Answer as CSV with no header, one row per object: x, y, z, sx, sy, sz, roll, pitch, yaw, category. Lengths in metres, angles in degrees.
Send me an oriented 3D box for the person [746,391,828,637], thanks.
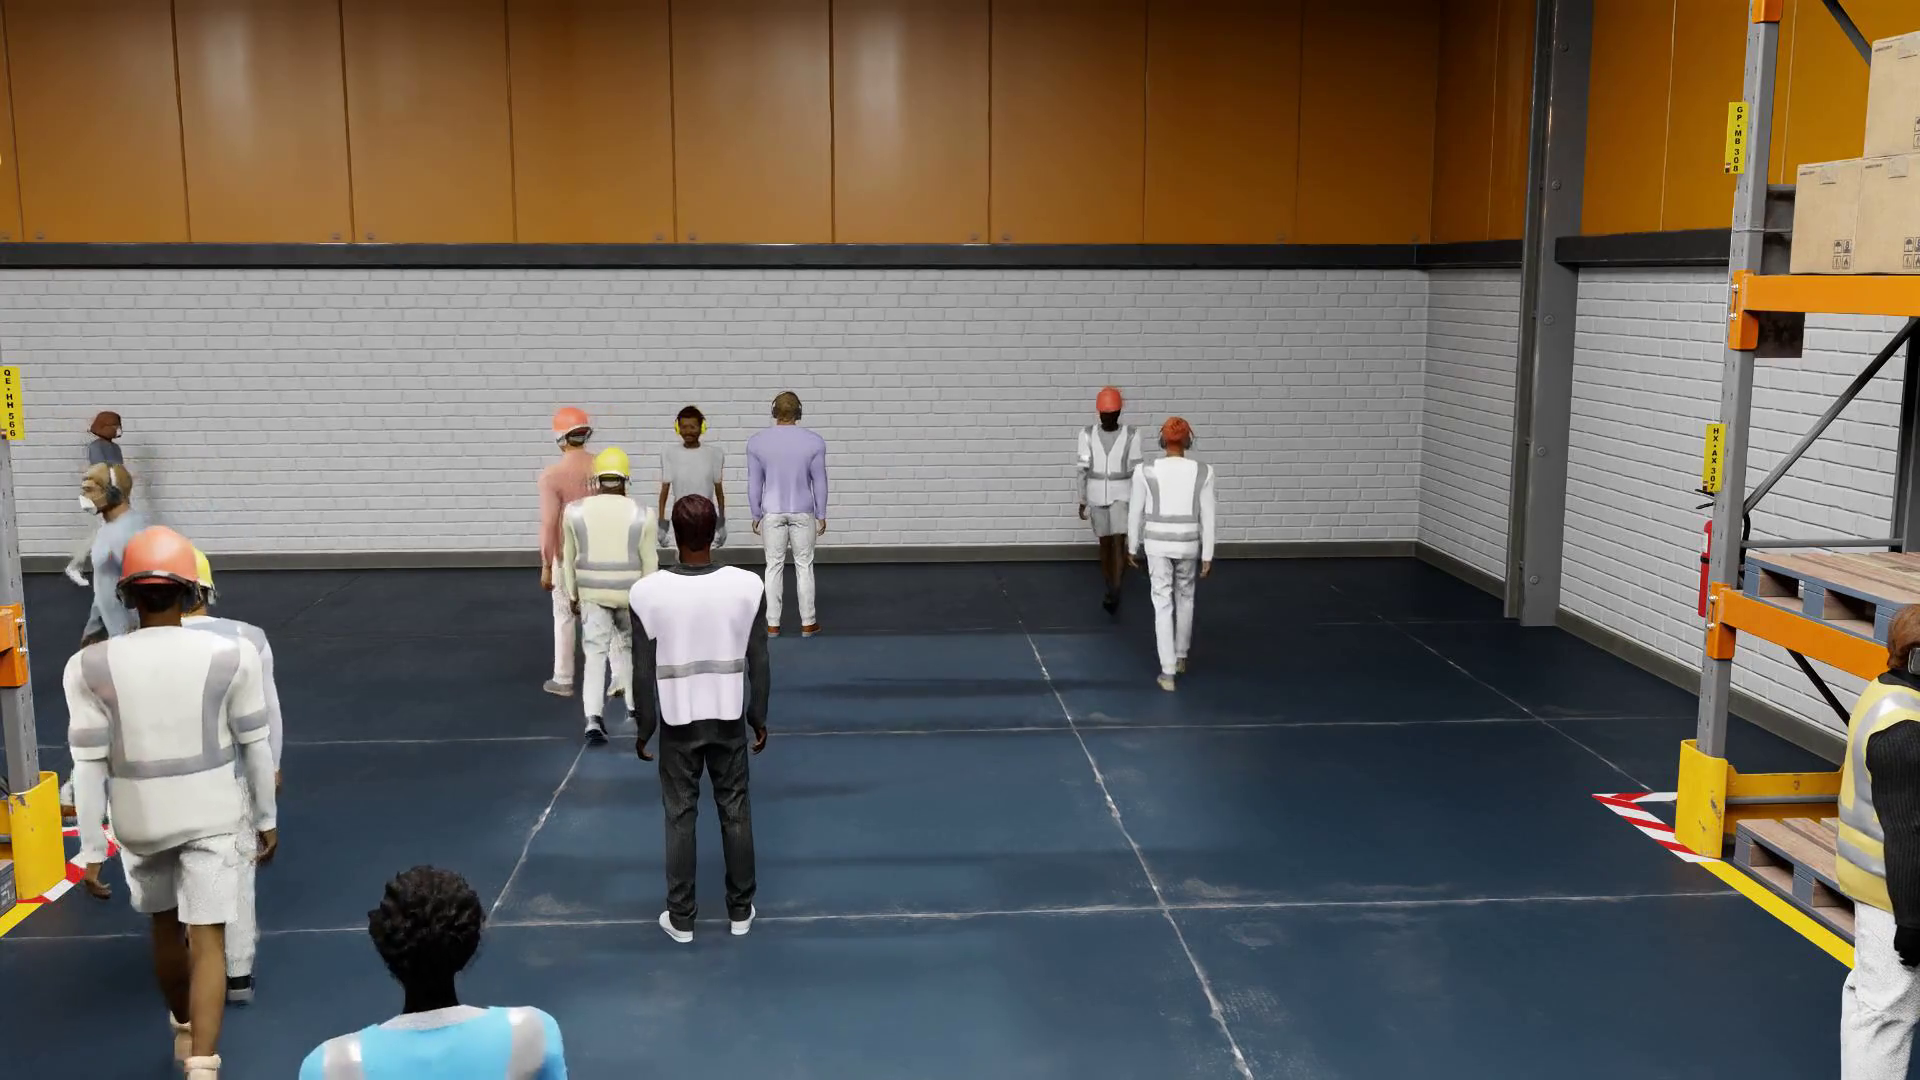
-1.344,-0.198,13.020,0.630,1.940,0.372,0,9,0,person

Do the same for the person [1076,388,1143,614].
1.236,-0.325,13.950,0.546,1.881,1.018,3,9,16,person

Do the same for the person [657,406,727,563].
-2.098,-0.148,13.039,0.527,1.841,0.863,0,9,-2,person

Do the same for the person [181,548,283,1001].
-3.029,0.895,6.654,0.609,1.785,0.917,-5,10,-29,person

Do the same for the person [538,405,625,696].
-2.525,0.092,11.126,0.629,2.002,0.585,-8,12,-41,person

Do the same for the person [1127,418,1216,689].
1.463,0.062,11.679,0.582,1.846,0.910,0,9,-3,person

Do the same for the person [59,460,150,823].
-4.379,0.514,8.750,1.041,1.889,0.637,-5,10,-26,person

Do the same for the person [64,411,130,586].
-7.792,-0.380,15.194,0.763,1.606,0.508,0,9,2,person

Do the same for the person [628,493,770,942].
-1.098,0.758,7.072,0.593,1.922,0.392,-3,9,-17,person

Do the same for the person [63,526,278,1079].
-2.647,0.959,5.612,0.614,2.006,1.009,-3,10,-18,person

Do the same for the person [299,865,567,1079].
-1.062,1.467,3.438,0.548,1.645,0.887,-4,10,-22,person

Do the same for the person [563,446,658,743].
-2.147,0.324,10.217,0.590,1.797,0.918,-1,9,-4,person

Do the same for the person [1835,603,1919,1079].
2.966,1.097,5.198,0.429,1.844,0.627,4,10,25,person
